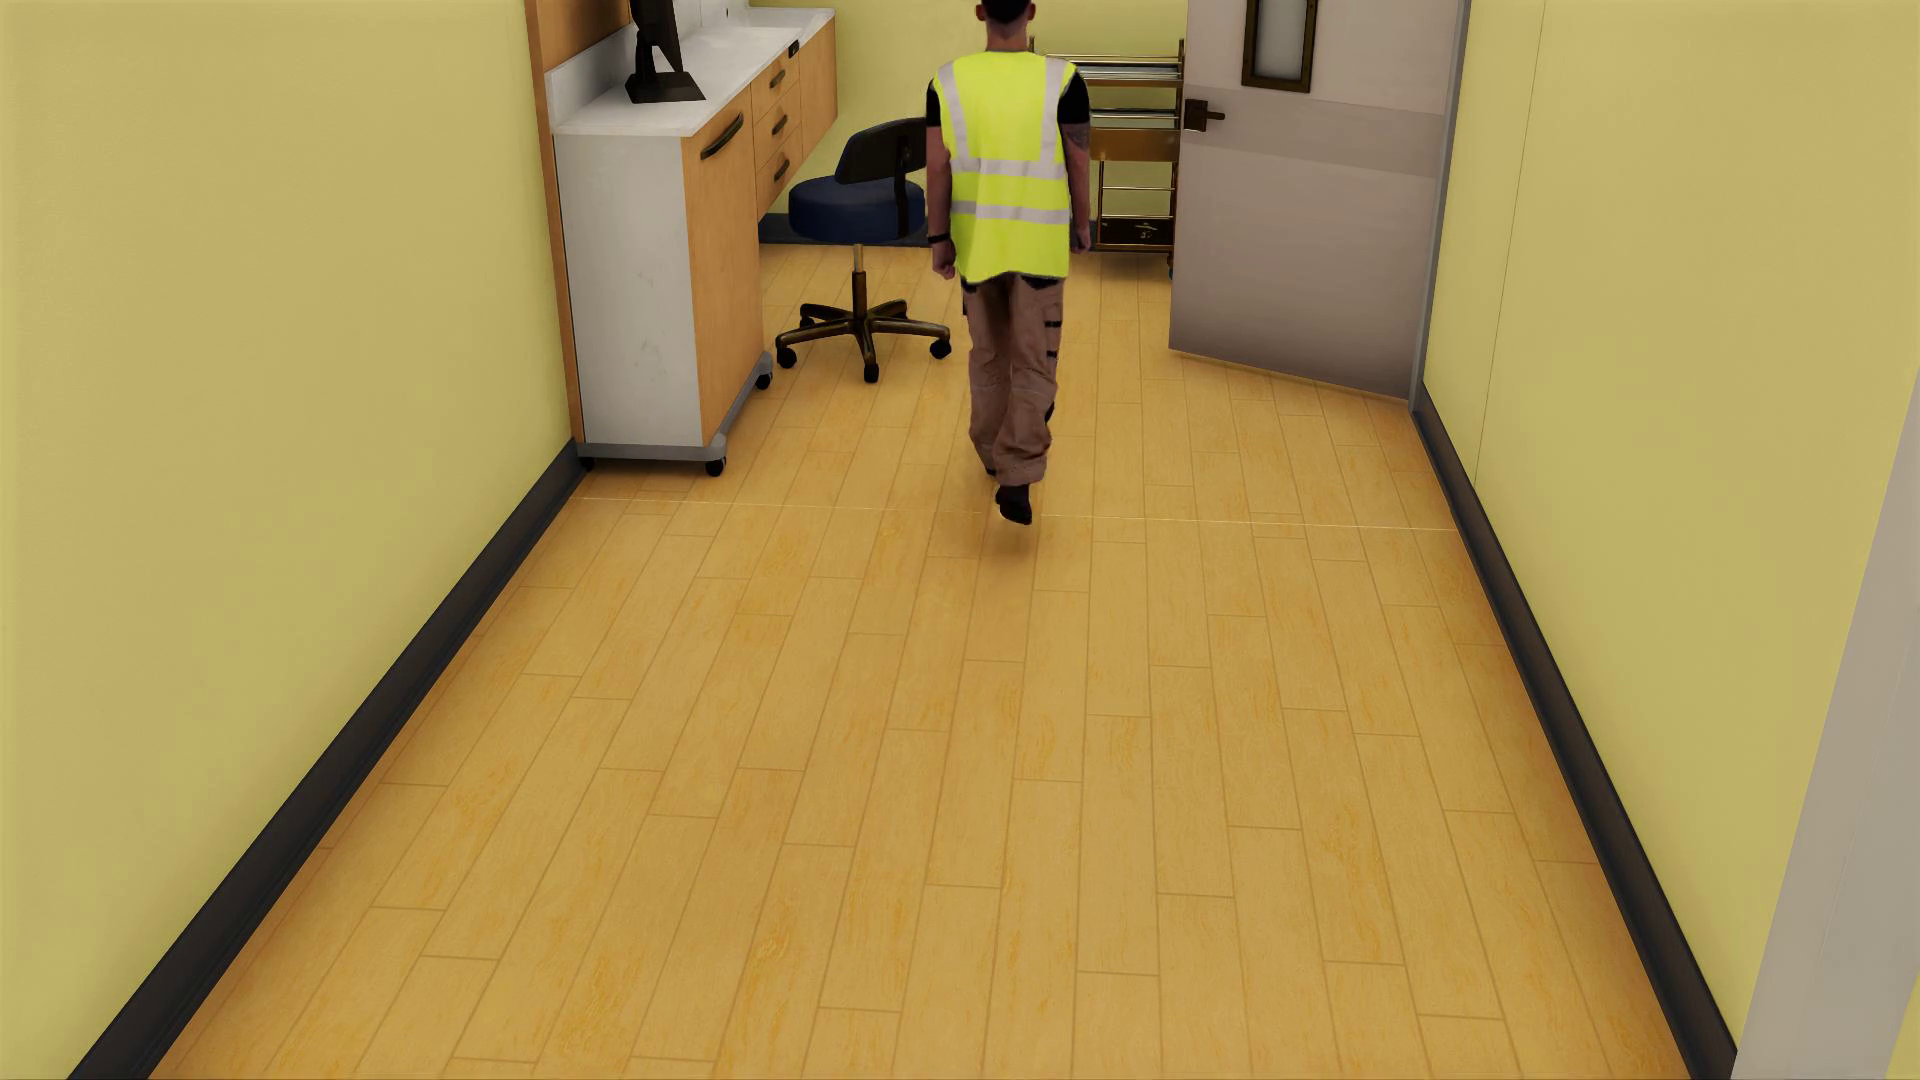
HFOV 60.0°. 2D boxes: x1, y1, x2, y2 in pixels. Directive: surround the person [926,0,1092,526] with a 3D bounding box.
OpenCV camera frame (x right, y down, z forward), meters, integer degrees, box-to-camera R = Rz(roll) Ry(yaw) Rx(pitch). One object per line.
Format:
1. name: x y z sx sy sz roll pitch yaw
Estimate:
1. person: 0.169 -0.935 5.482 1.107 1.816 0.851 6 26 12
